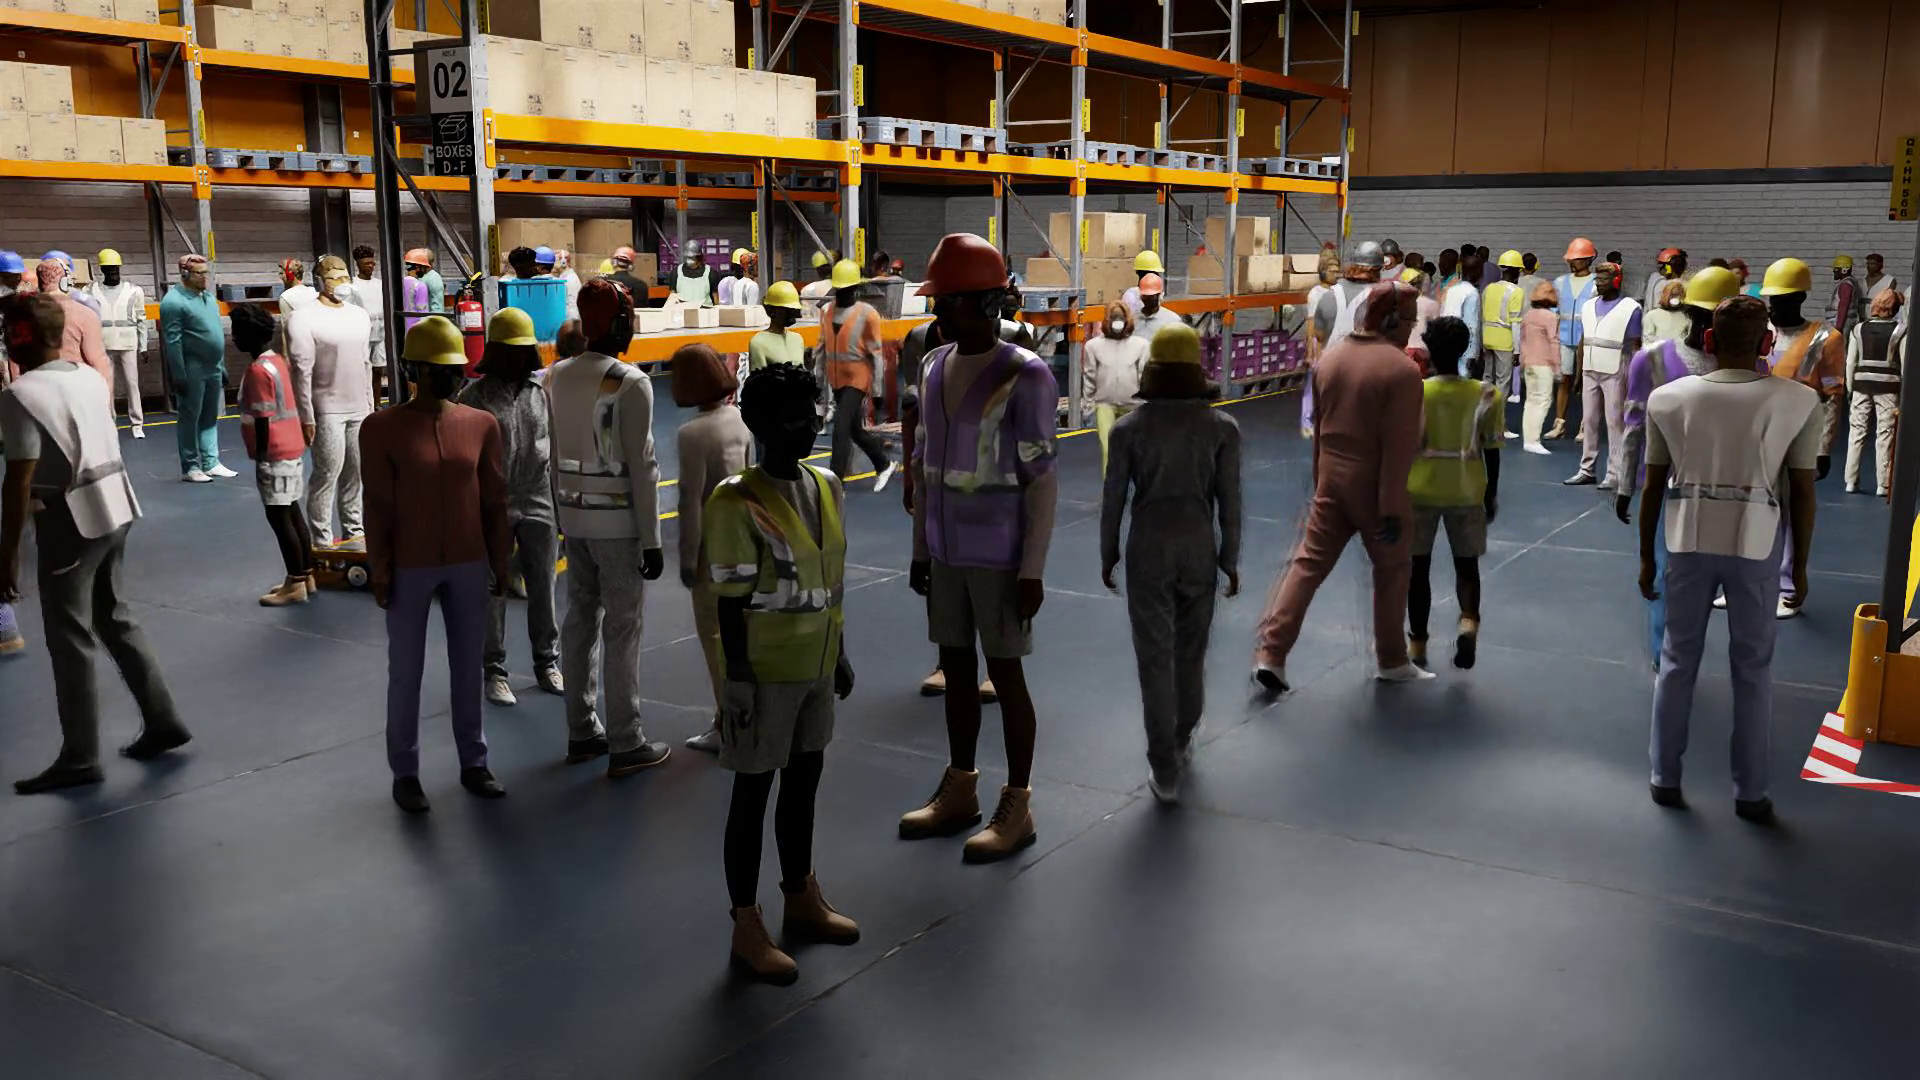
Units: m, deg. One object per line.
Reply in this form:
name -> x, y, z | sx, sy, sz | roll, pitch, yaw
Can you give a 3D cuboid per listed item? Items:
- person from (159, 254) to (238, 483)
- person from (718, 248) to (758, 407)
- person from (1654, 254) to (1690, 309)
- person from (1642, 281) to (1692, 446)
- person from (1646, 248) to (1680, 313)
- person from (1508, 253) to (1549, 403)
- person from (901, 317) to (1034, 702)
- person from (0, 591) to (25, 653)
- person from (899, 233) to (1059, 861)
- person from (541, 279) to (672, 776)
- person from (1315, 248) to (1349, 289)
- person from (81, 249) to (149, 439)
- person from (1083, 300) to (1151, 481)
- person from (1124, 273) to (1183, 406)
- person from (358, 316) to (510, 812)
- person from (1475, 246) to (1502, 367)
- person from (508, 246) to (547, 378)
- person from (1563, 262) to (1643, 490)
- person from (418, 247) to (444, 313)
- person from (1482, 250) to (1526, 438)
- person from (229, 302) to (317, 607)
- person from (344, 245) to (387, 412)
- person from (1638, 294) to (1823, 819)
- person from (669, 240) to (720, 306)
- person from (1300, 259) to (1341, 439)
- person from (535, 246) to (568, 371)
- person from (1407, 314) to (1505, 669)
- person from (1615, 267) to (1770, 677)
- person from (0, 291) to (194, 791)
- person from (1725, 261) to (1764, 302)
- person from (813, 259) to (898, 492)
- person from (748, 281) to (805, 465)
person -> -6.394, -1.443, 14.011 | 0.406, 1.907, 0.657 | 2, 10, 8
person -> -2.553, -2.429, 19.415 | 0.383, 1.924, 0.589 | 8, 13, 39
person -> 8.134, -2.320, 18.997 | 0.516, 1.861, 0.323 | 1, 10, 3
person -> 6.914, -1.706, 16.242 | 0.504, 1.624, 0.295 | 2, 10, 10
person -> 8.197, -2.429, 19.413 | 0.386, 1.929, 0.543 | 2, 11, 13
person -> 7.060, -2.638, 20.743 | 0.519, 1.865, 0.327 | 0, 10, 3
person -> 0.023, -0.300, 7.329 | 0.613, 2.033, 0.412 | 4, 11, 19
person -> -4.965, -0.424, 8.229 | 0.498, 1.970, 0.715 | -3, 11, -18
person -> 0.037, 0.031, 5.449 | 0.394, 2.041, 0.612 | -9, 14, -42
person -> -1.345, -0.044, 6.330 | 0.576, 1.880, 0.351 | 8, 13, 39
person -> 3.945, -2.132, 17.728 | 0.366, 1.938, 0.630 | -3, 11, -18
person -> -8.577, -1.980, 16.904 | 0.594, 1.929, 0.352 | -4, 11, -23
person -> 1.165, -0.976, 12.276 | 0.510, 1.593, 0.832 | 0, 10, -1
person -> 1.629, -1.419, 14.324 | 0.572, 1.743, 0.349 | 7, 12, 33
person -> -1.859, 0.083, 5.954 | 0.528, 1.761, 0.334 | -8, 13, -38
person -> 8.368, -3.740, 26.665 | 0.625, 1.933, 0.374 | -5, 11, -24
person -> -3.918, -1.664, 15.057 | 0.367, 1.966, 0.607 | 1, 10, 6
person -> 5.271, -1.334, 13.560 | 0.373, 1.843, 0.572 | -6, 12, -29
person -> -6.205, -2.441, 19.441 | 0.372, 1.940, 0.632 | -6, 12, -31
person -> 5.570, -1.997, 17.056 | 0.407, 1.918, 0.583 | -4, 11, -20
person -> -3.823, -0.471, 9.244 | 0.326, 1.687, 0.542 | -2, 10, -12
person -> -6.450, -2.212, 18.111 | 0.367, 1.960, 0.603 | 7, 12, 33
person -> 2.679, 0.064, 5.855 | 0.563, 1.836, 0.382 | 6, 12, 30
person -> -3.512, -2.953, 21.995 | 0.673, 2.000, 0.535 | -1, 10, -6
person -> 3.668, -1.941, 17.015 | 0.308, 1.830, 0.640 | 8, 13, 38
person -> -4.490, -2.218, 18.168 | 0.380, 1.951, 0.604 | 3, 11, 14
person -> 2.249, -0.206, 7.757 | 0.546, 1.684, 0.574 | 1, 10, 5
person -> 3.266, -0.240, 7.344 | 0.606, 1.892, 0.874 | 1, 10, 6
person -> -3.263, 0.012, 6.138 | 0.458, 1.837, 0.685 | 0, 10, 0
person -> 8.932, -2.313, 19.172 | 0.661, 1.770, 0.978 | 6, 12, 29
person -> -0.807, -1.253, 13.029 | 0.613, 1.886, 0.927 | 9, 14, 42
person -> -1.154, -0.784, 10.756 | 0.341, 1.760, 0.525 | 7, 12, 32
